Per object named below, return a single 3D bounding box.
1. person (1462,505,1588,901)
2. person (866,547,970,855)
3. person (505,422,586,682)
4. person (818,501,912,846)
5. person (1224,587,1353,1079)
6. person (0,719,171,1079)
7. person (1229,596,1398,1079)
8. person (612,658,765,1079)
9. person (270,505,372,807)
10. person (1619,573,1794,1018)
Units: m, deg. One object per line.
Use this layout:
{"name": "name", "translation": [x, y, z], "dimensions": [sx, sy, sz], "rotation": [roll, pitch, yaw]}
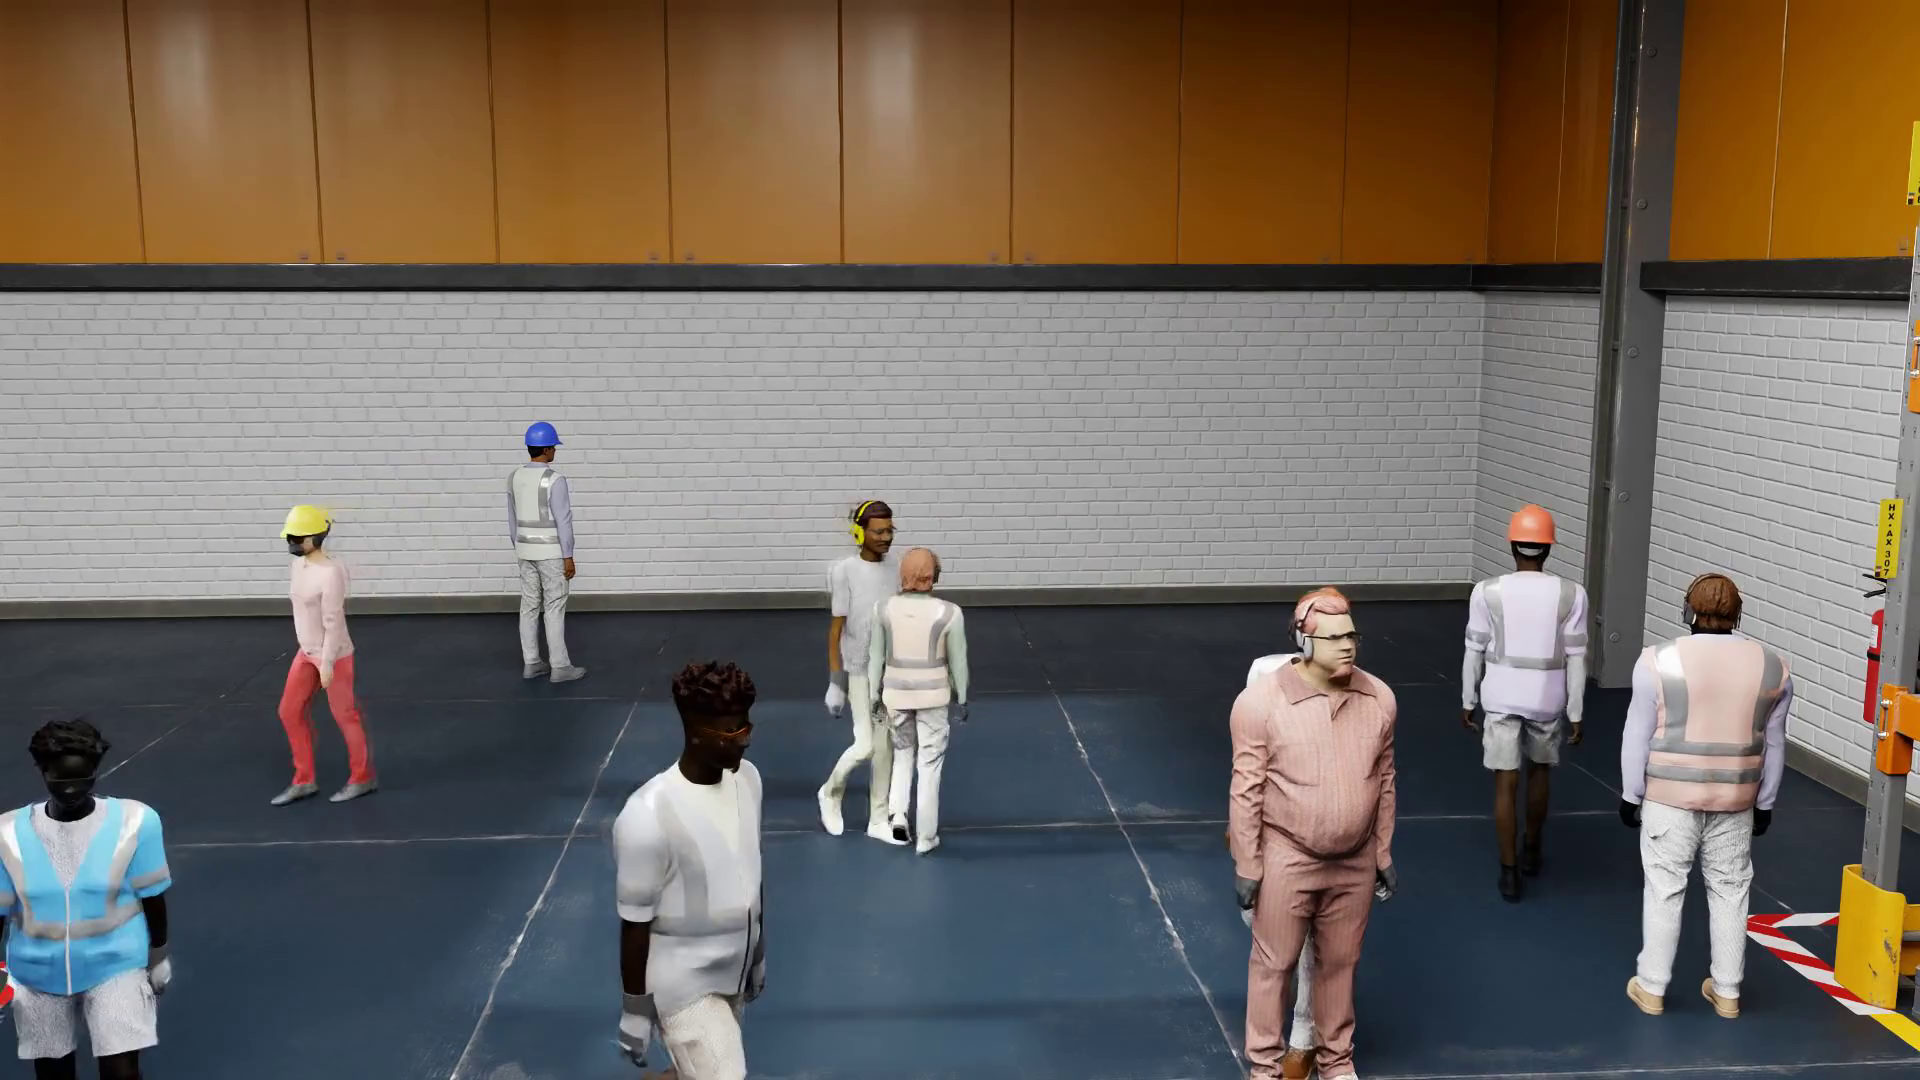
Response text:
{"name": "person", "translation": [2.783, 0.771, 8.260], "dimensions": [0.571, 1.913, 0.780], "rotation": [2, 9, 14]}
{"name": "person", "translation": [-0.210, 0.843, 8.718], "dimensions": [0.540, 1.626, 0.382], "rotation": [3, 9, 15]}
{"name": "person", "translation": [-3.109, 0.092, 12.433], "dimensions": [0.601, 1.948, 0.386], "rotation": [6, 11, 32]}
{"name": "person", "translation": [-0.500, 0.703, 8.879], "dimensions": [0.531, 1.858, 0.543], "rotation": [8, 12, 43]}
{"name": "person", "translation": [1.341, 1.089, 6.405], "dimensions": [0.625, 1.869, 0.686], "rotation": [7, 11, 36]}
{"name": "person", "translation": [-2.787, 1.366, 5.251], "dimensions": [0.559, 1.679, 0.384], "rotation": [-3, 9, -17]}
{"name": "person", "translation": [1.280, 1.140, 5.961], "dimensions": [0.648, 1.913, 0.409], "rotation": [-2, 9, -15]}
{"name": "person", "translation": [-0.852, 1.280, 5.064], "dimensions": [0.916, 1.929, 0.601], "rotation": [5, 10, 26]}
{"name": "person", "translation": [-3.683, 0.668, 9.446], "dimensions": [0.547, 1.740, 0.662], "rotation": [8, 12, 41]}
{"name": "person", "translation": [3.027, 1.046, 6.817], "dimensions": [0.632, 1.837, 0.430], "rotation": [1, 9, 5]}
